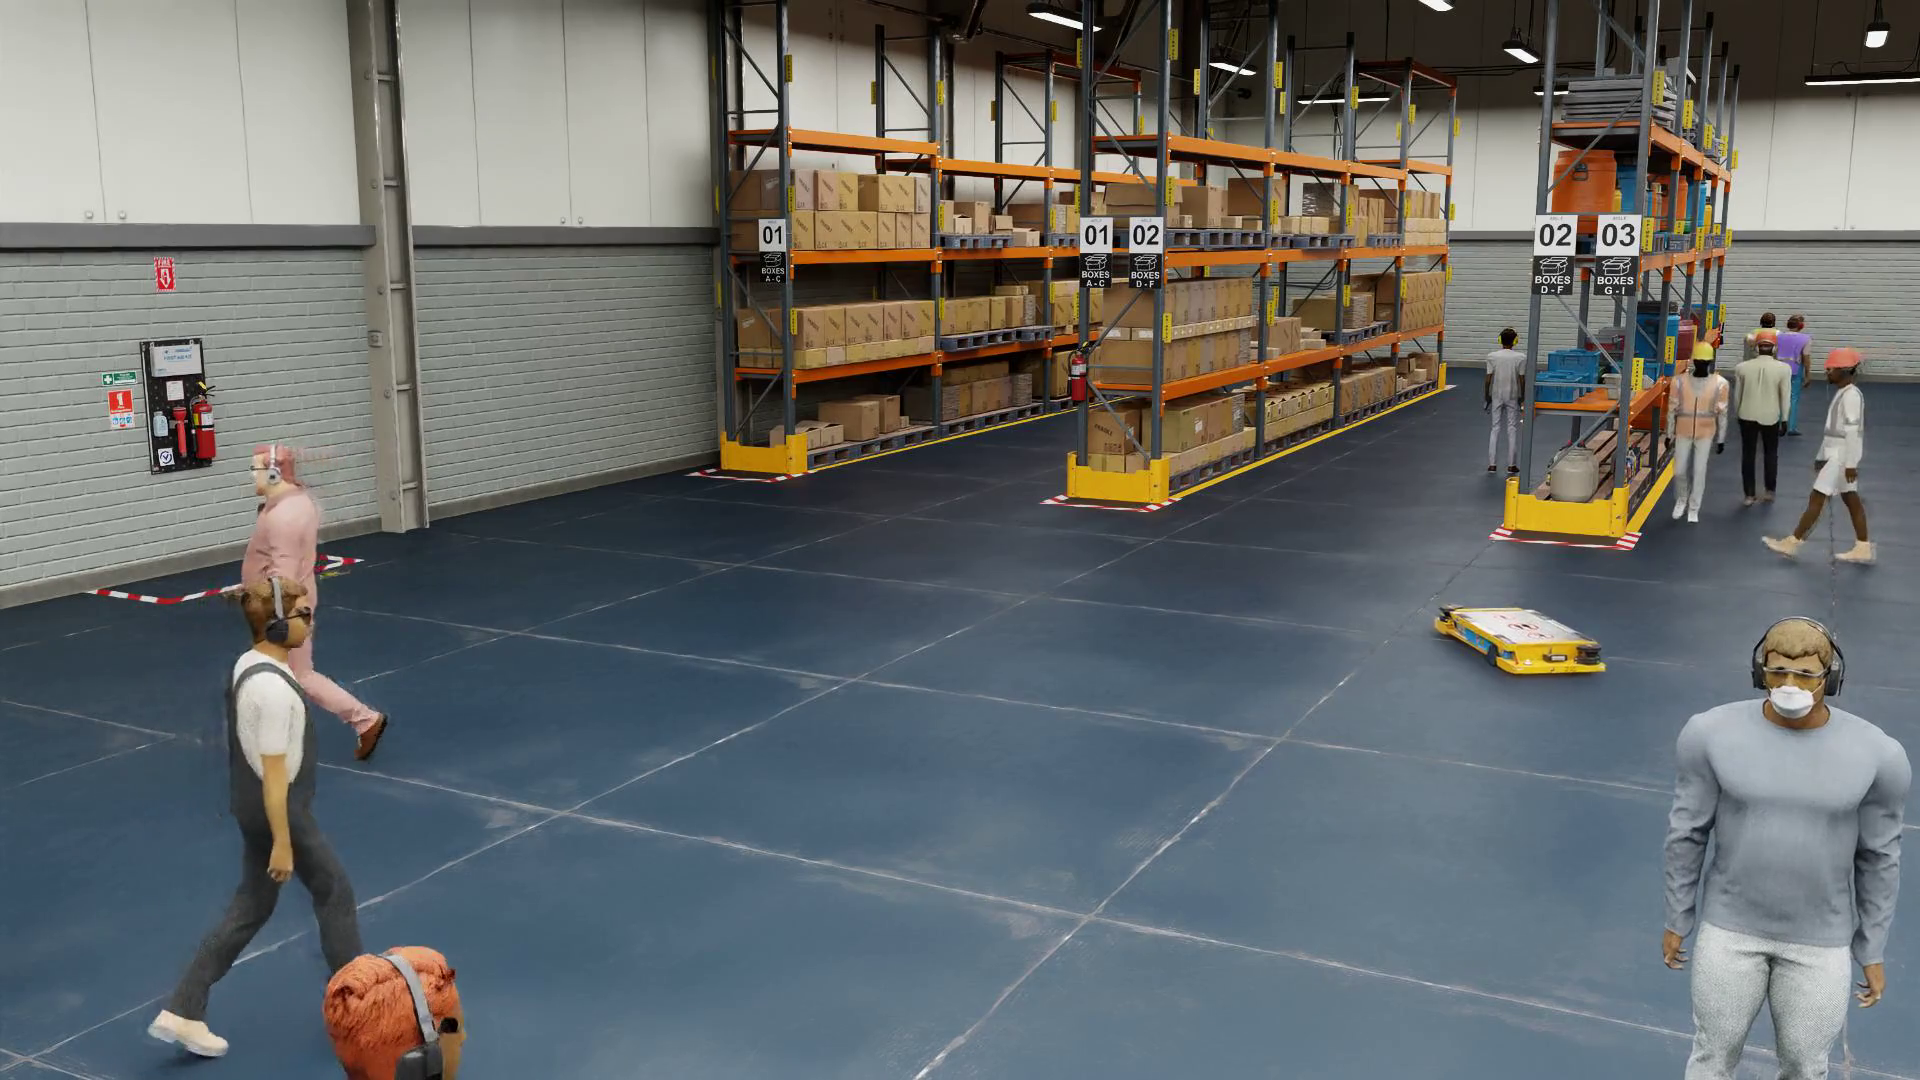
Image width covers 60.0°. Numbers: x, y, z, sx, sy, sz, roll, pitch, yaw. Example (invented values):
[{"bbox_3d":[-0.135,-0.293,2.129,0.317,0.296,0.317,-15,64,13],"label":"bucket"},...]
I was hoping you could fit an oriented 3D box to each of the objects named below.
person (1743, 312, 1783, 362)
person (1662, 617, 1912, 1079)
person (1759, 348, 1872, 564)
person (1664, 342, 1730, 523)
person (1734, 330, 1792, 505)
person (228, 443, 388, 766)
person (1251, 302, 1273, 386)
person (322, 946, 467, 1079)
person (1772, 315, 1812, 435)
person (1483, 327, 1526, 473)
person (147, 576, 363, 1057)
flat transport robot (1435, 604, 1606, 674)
[{"bbox_3d":[12.541,-2.624,25.940,0.627,1.844,0.429,7,12,33],"label":"person"},{"bbox_3d":[2.427,1.173,4.966,0.635,1.938,0.359,5,12,25],"label":"person"},{"bbox_3d":[8.049,-0.781,15.463,1.013,1.992,0.640,5,12,25],"label":"person"},{"bbox_3d":[7.774,-1.127,17.568,0.609,1.915,0.455,6,12,28],"label":"person"},{"bbox_3d":[9.160,-1.407,18.997,0.614,1.949,0.939,6,12,31],"label":"person"},{"bbox_3d":[-3.760,0.380,9.461,0.822,1.883,0.650,-3,11,-16],"label":"person"},{"bbox_3d":[5.223,-3.176,28.672,0.551,1.940,0.345,5,12,27],"label":"person"},{"bbox_3d":[-0.931,1.594,2.825,0.582,1.883,0.354,7,13,34],"label":"person"},{"bbox_3d":[12.617,-2.503,25.315,0.393,1.835,0.565,-9,14,-42],"label":"person"},{"bbox_3d":[6.971,-1.788,21.303,0.521,1.873,0.336,5,11,24],"label":"person"},{"bbox_3d":[-2.576,1.023,6.159,0.921,1.811,0.525,-7,13,-34],"label":"person"},{"bbox_3d":[4.043,0.703,12.085,0.652,0.197,1.431,-1,10,-6],"label":"flat transport robot"}]
